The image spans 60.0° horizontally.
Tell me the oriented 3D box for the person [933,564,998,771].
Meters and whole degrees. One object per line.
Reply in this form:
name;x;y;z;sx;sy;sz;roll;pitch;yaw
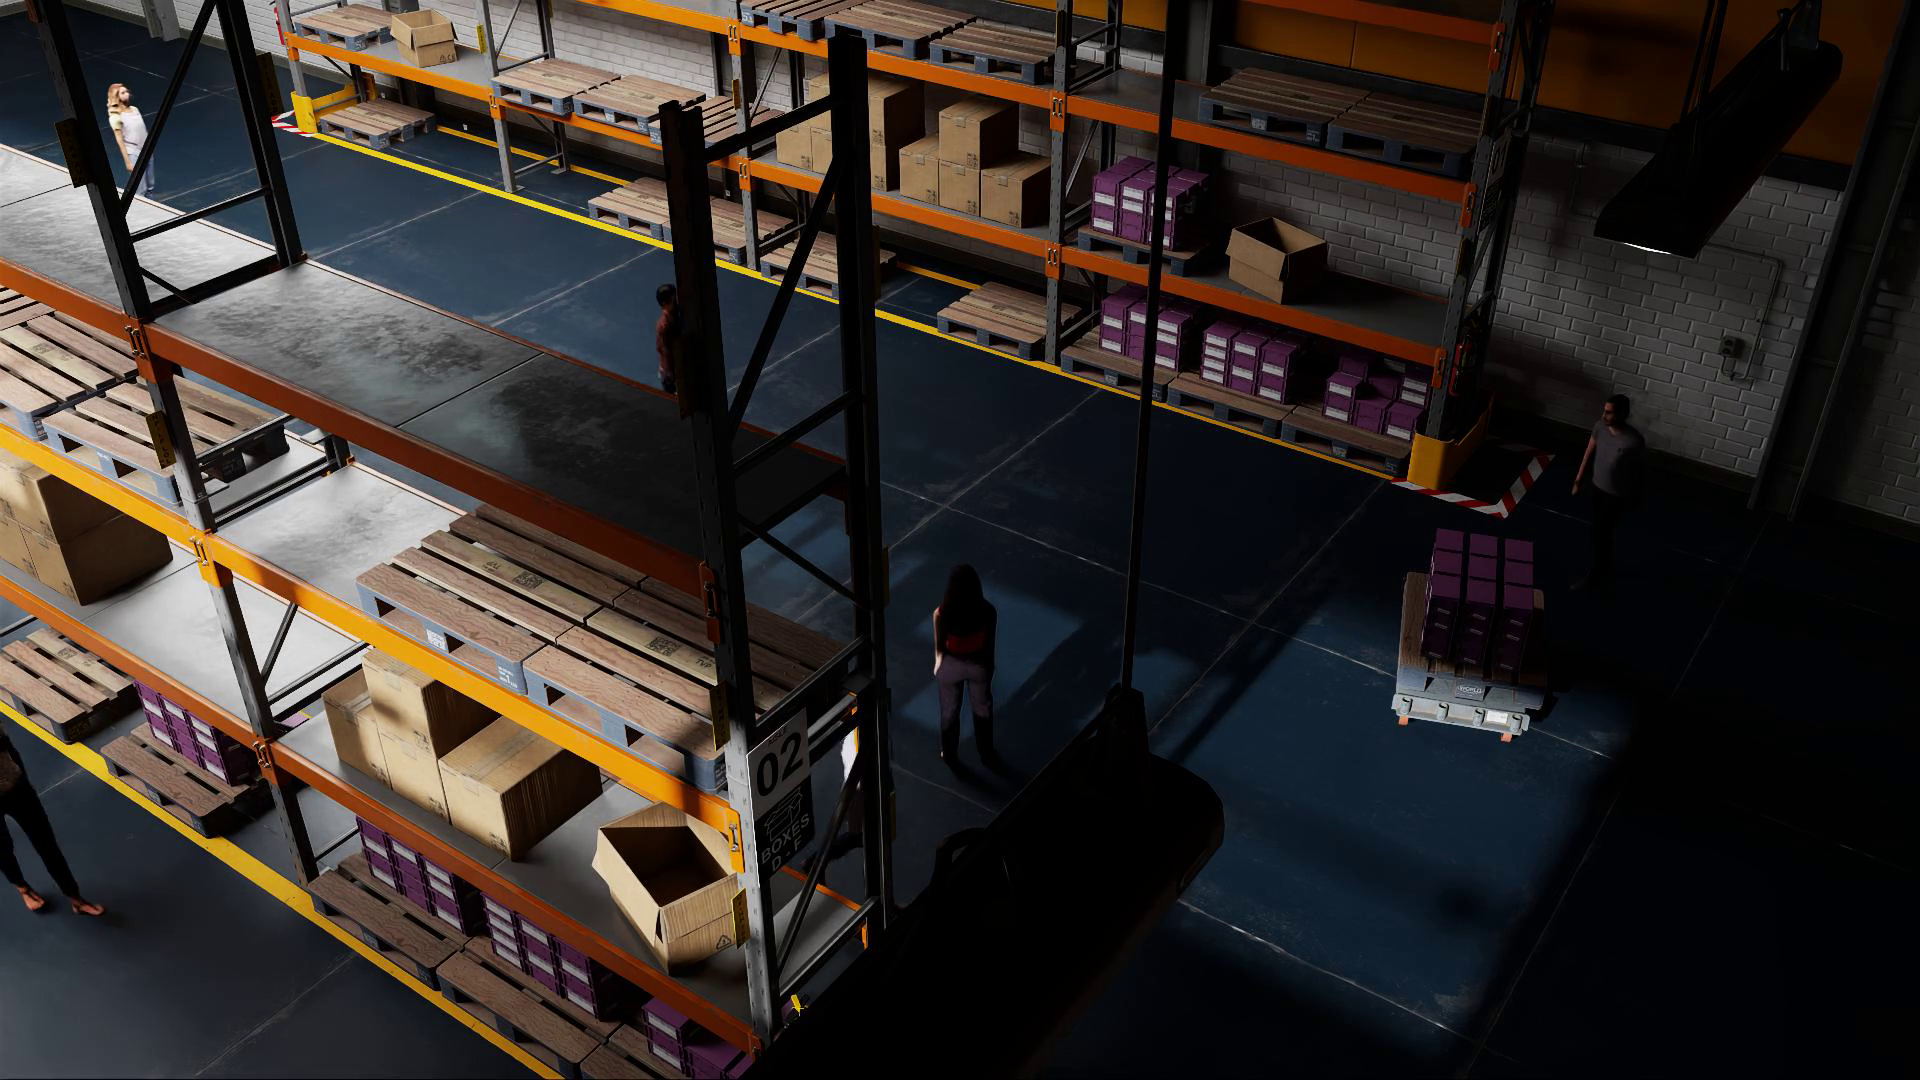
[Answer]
person;0.033;0.866;11.426;0.647;1.661;0.708;-5;34;-8

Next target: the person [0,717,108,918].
person;-5.955;1.592;10.205;0.958;1.804;0.687;18;38;25

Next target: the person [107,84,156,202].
person;-9.608;-4.474;19.402;0.707;1.725;0.707;4;34;6

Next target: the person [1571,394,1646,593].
person;5.269;-0.405;13.283;0.904;1.723;0.901;-21;39;-29

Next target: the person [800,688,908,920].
person;-0.649;1.581;10.208;1.127;1.820;0.961;5;34;8

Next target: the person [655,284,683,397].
person;-2.612;-1.474;14.851;0.727;1.768;0.743;8;34;11
